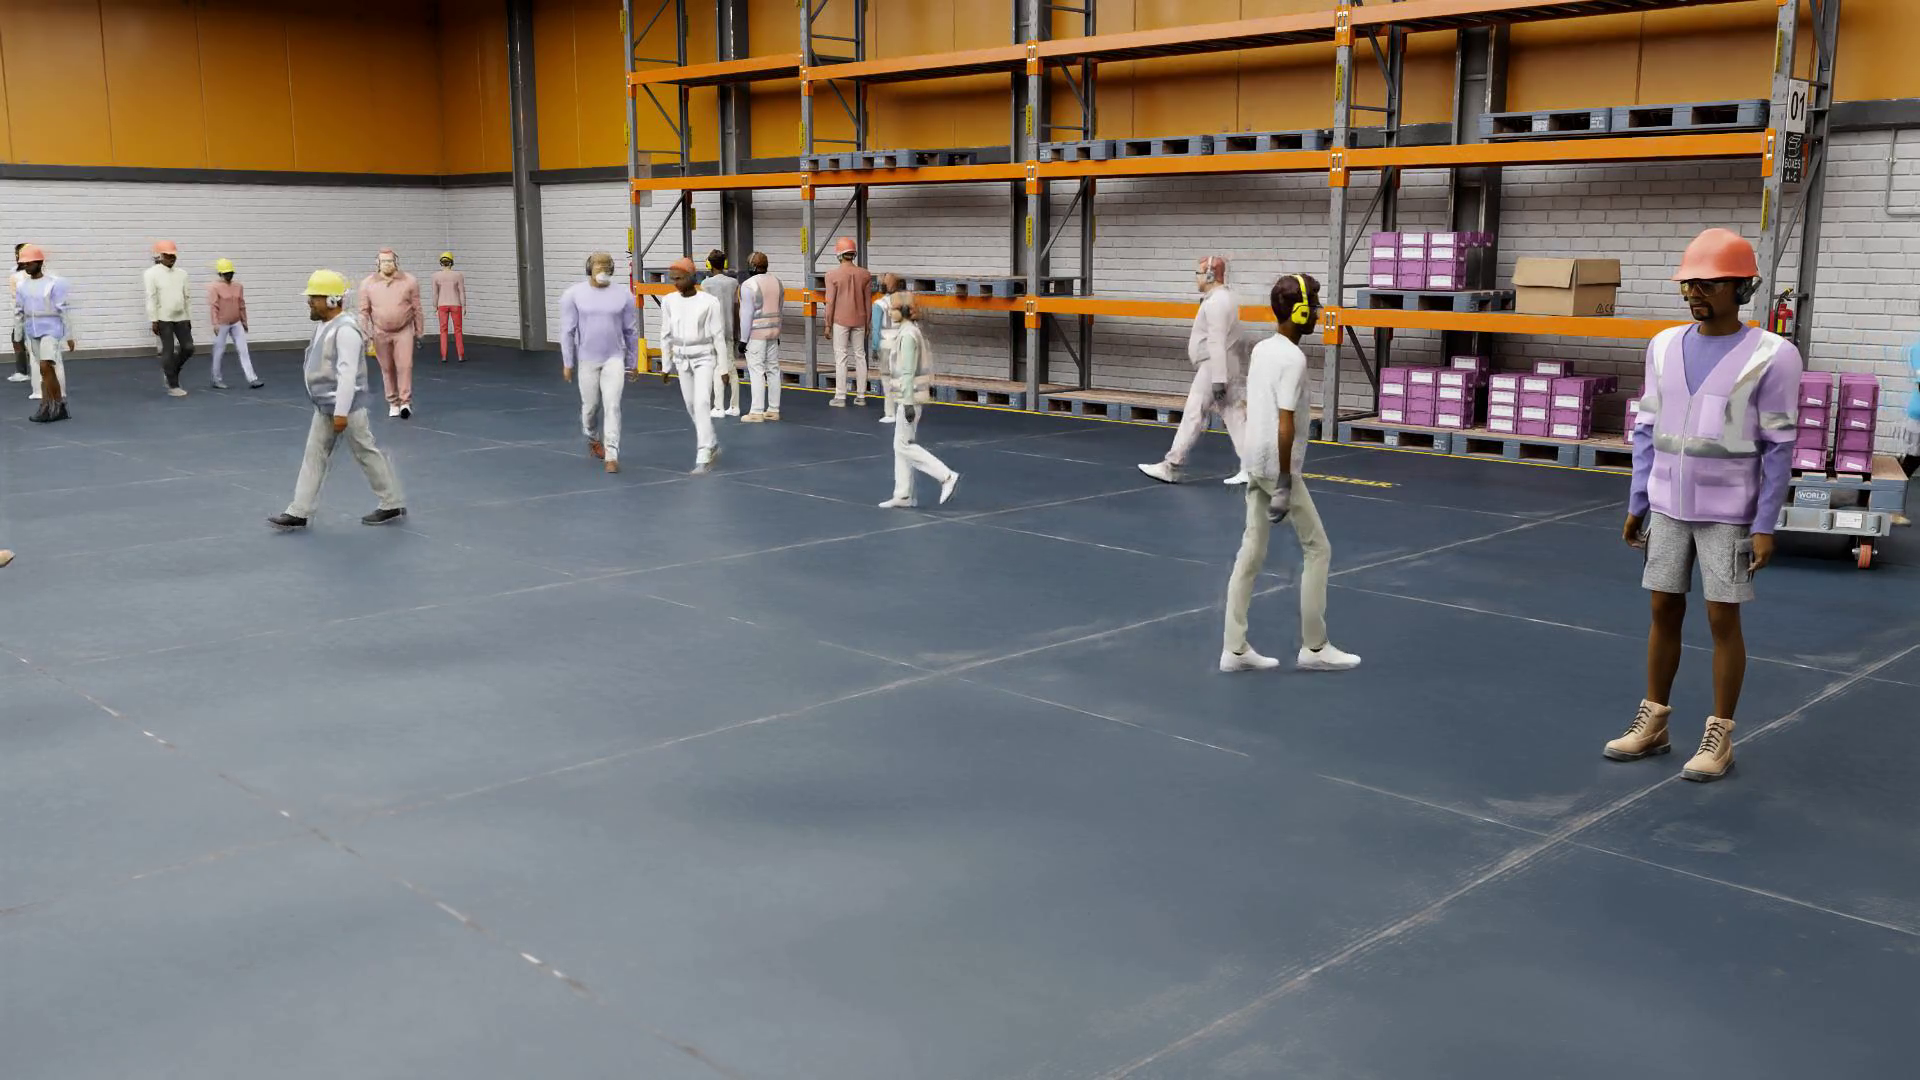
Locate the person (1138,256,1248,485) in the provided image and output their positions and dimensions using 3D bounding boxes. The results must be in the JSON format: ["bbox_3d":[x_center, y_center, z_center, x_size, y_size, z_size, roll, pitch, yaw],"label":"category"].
[{"bbox_3d":[1.999,-1.361,13.480,1.008,1.850,0.676,4,11,19],"label":"person"}]

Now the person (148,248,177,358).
[{"bbox_3d":[-13.073,-3.894,27.347,0.600,1.832,0.404,7,13,35],"label":"person"}]

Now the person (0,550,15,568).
[{"bbox_3d":[-6.057,-0.703,9.377,1.034,2.000,0.705,-3,11,-16],"label":"person"}]

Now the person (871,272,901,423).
[{"bbox_3d":[-0.758,-2.068,17.940,0.362,1.623,0.532,10,14,44],"label":"person"}]

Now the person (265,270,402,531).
[{"bbox_3d":[-4.311,-0.950,11.430,0.919,1.783,0.612,-9,14,-40],"label":"person"}]

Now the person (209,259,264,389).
[{"bbox_3d":[-9.586,-2.832,21.875,0.826,1.706,0.594,5,12,27],"label":"person"}]

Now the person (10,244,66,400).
[{"bbox_3d":[-11.382,-2.692,20.562,0.585,1.918,0.377,-9,14,-41],"label":"person"}]

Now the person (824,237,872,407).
[{"bbox_3d":[-1.328,-2.578,19.720,0.611,1.997,0.375,-6,12,-29],"label":"person"}]

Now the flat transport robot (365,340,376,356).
[{"bbox_3d":[-9.823,-3.262,28.162,0.652,0.197,1.431,-6,12,-31],"label":"flat transport robot"}]

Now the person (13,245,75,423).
[{"bbox_3d":[-9.971,-2.208,17.930,0.580,1.908,0.831,2,11,10],"label":"person"}]

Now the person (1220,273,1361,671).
[{"bbox_3d":[1.555,-0.300,7.714,0.782,1.841,0.524,-3,11,-18],"label":"person"}]

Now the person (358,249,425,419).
[{"bbox_3d":[-6.261,-2.254,18.292,0.676,1.862,0.968,-2,11,-13],"label":"person"}]

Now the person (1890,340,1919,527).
[{"bbox_3d":[6.651,-0.857,11.307,0.544,1.640,0.842,-2,11,-12],"label":"person"}]

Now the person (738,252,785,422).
[{"bbox_3d":[-2.184,-2.203,18.099,0.429,1.845,0.620,7,13,35],"label":"person"}]

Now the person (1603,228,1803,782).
[{"bbox_3d":[2.760,-0.123,6.205,0.381,2.045,0.605,-7,13,-35],"label":"person"}]

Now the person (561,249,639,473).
[{"bbox_3d":[-3.117,-1.561,14.418,0.657,1.914,0.807,-3,11,-15],"label":"person"}]

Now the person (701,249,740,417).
[{"bbox_3d":[-2.683,-2.299,18.569,0.521,1.863,0.319,-10,15,-44],"label":"person"}]

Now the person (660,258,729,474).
[{"bbox_3d":[-2.255,-1.515,14.437,0.604,1.850,0.876,4,11,21],"label":"person"}]

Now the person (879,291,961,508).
[{"bbox_3d":[-0.314,-1.017,12.247,0.526,1.623,0.522,0,10,0],"label":"person"}]

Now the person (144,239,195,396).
[{"bbox_3d":[-10.016,-2.812,21.073,0.489,1.982,0.619,6,12,30],"label":"person"}]

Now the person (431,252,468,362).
[{"bbox_3d":[-8.163,-3.720,26.605,0.523,1.761,0.323,-1,10,-8],"label":"person"}]

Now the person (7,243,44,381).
[{"bbox_3d":[-12.905,-3.125,22.950,0.606,1.895,0.789,3,11,15],"label":"person"}]
